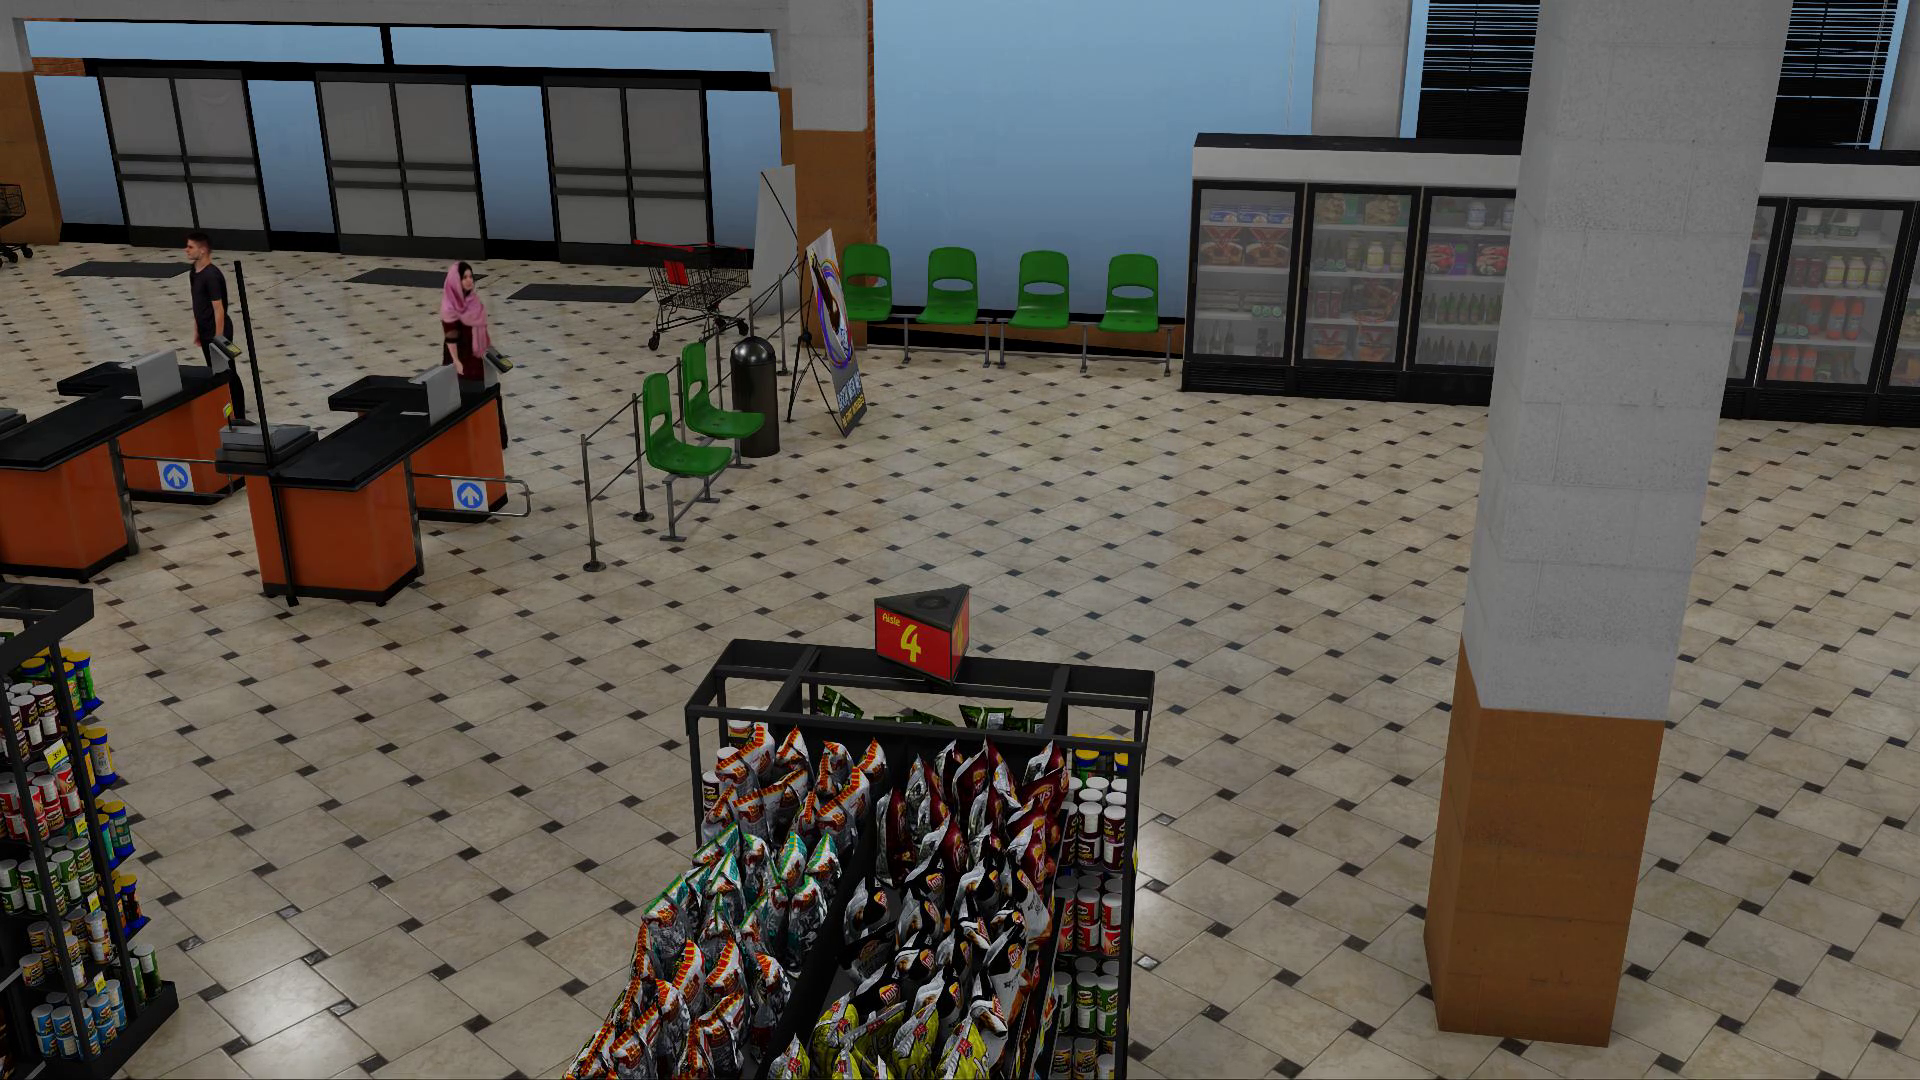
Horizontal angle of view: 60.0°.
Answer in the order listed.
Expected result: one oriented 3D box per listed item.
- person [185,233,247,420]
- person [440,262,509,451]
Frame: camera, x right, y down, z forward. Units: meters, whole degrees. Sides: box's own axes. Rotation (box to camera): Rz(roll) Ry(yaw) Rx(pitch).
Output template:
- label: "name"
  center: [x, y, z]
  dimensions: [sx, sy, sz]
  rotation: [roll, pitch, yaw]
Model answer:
- label: "person"
  center: [-6.465, -1.790, 14.430]
  dimensions: [0.723, 1.764, 0.743]
  rotation: [20, 30, 41]
- label: "person"
  center: [-4.196, -1.525, 13.967]
  dimensions: [0.931, 1.618, 0.977]
  rotation: [13, 25, 29]
